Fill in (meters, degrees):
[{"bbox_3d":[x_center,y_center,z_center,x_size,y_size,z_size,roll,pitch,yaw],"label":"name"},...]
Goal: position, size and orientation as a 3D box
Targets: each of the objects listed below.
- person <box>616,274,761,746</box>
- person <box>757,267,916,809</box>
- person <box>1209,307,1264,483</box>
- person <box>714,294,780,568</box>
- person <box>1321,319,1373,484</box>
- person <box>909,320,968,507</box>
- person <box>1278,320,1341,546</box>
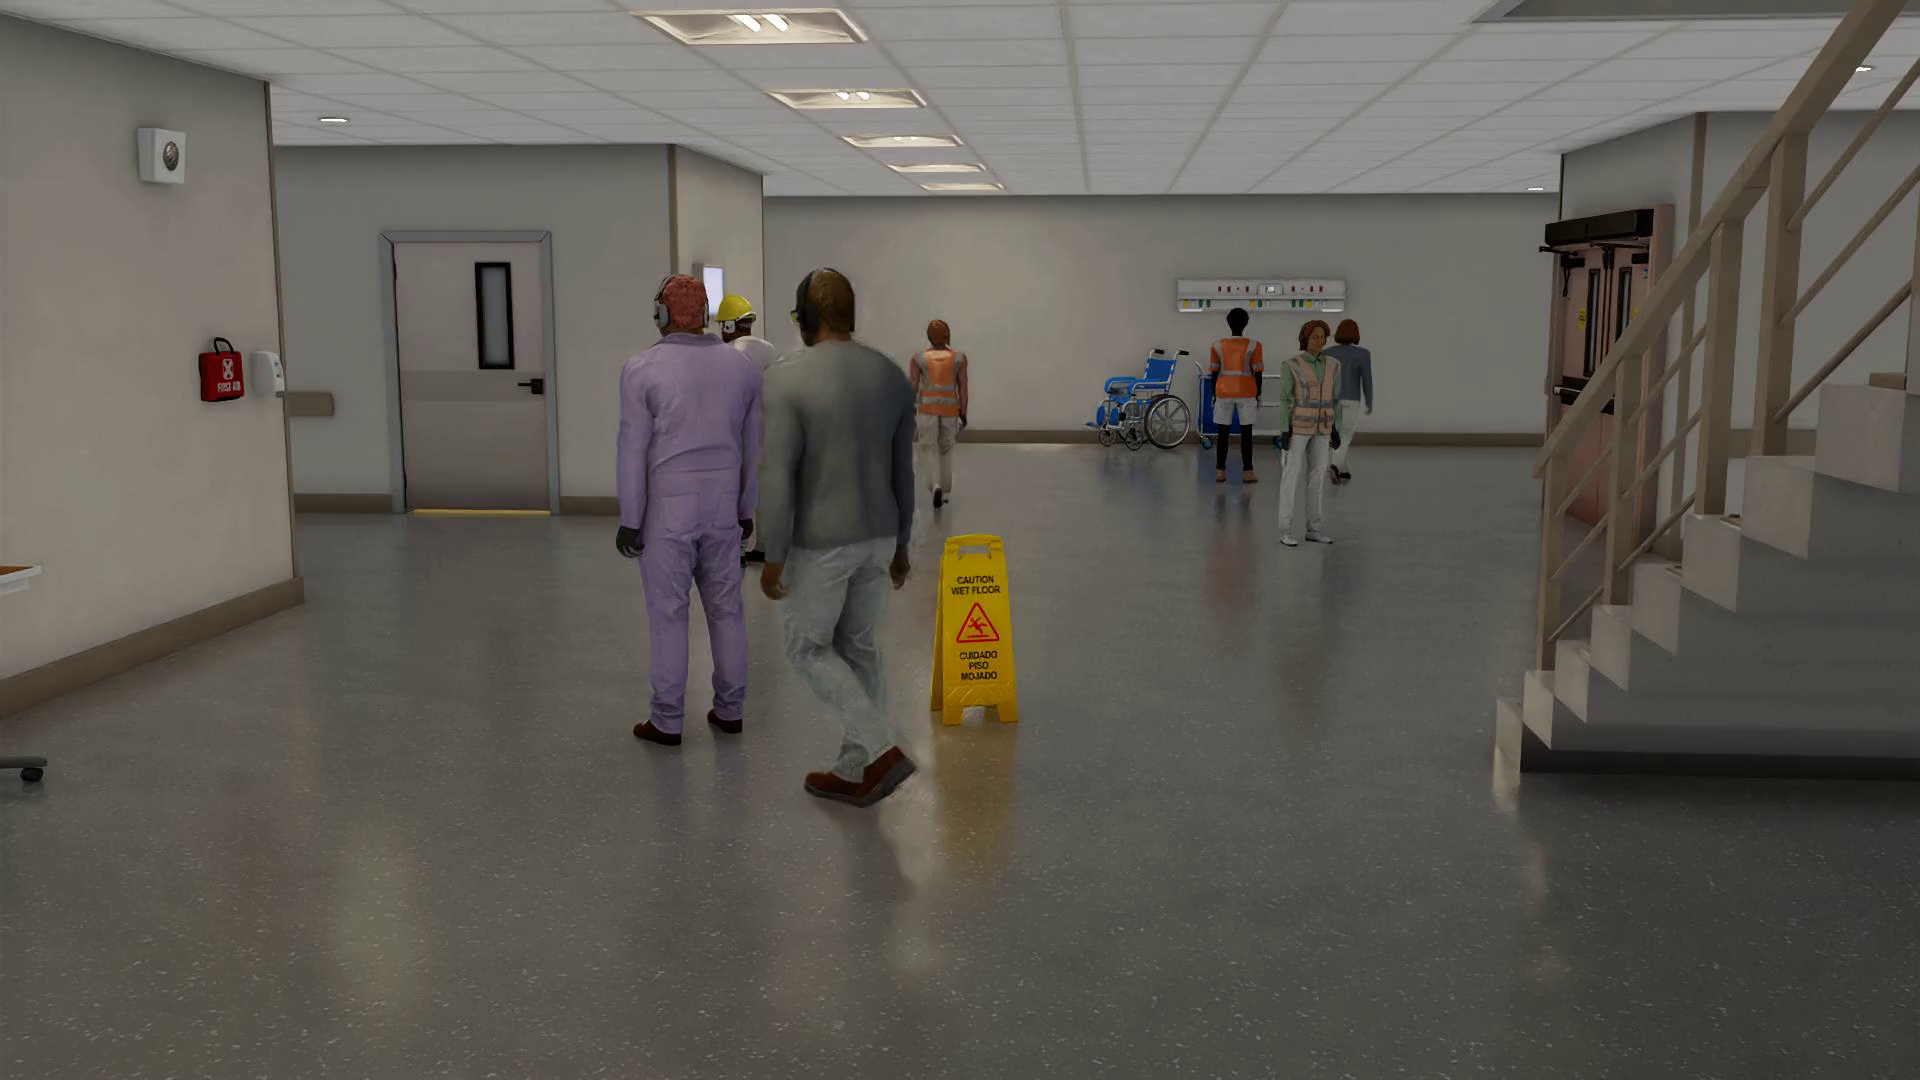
[{"bbox_3d":[-1.120,-0.124,6.796,0.646,1.900,0.403,-7,11,-41],"label":"person"},{"bbox_3d":[-0.378,0.022,5.751,0.578,1.916,0.664,8,12,44],"label":"person"},{"bbox_3d":[2.671,-1.391,16.077,0.535,1.698,0.318,3,9,20],"label":"person"},{"bbox_3d":[-1.455,-0.719,11.103,0.403,1.824,0.590,6,10,37],"label":"person"},{"bbox_3d":[3.707,-1.342,16.094,0.508,1.600,0.806,5,10,30],"label":"person"},{"bbox_3d":[-0.187,-1.080,14.329,0.524,1.628,0.737,-1,8,-6],"label":"person"},{"bbox_3d":[2.543,-0.778,12.106,0.514,1.640,0.315,-3,9,-22],"label":"person"}]
